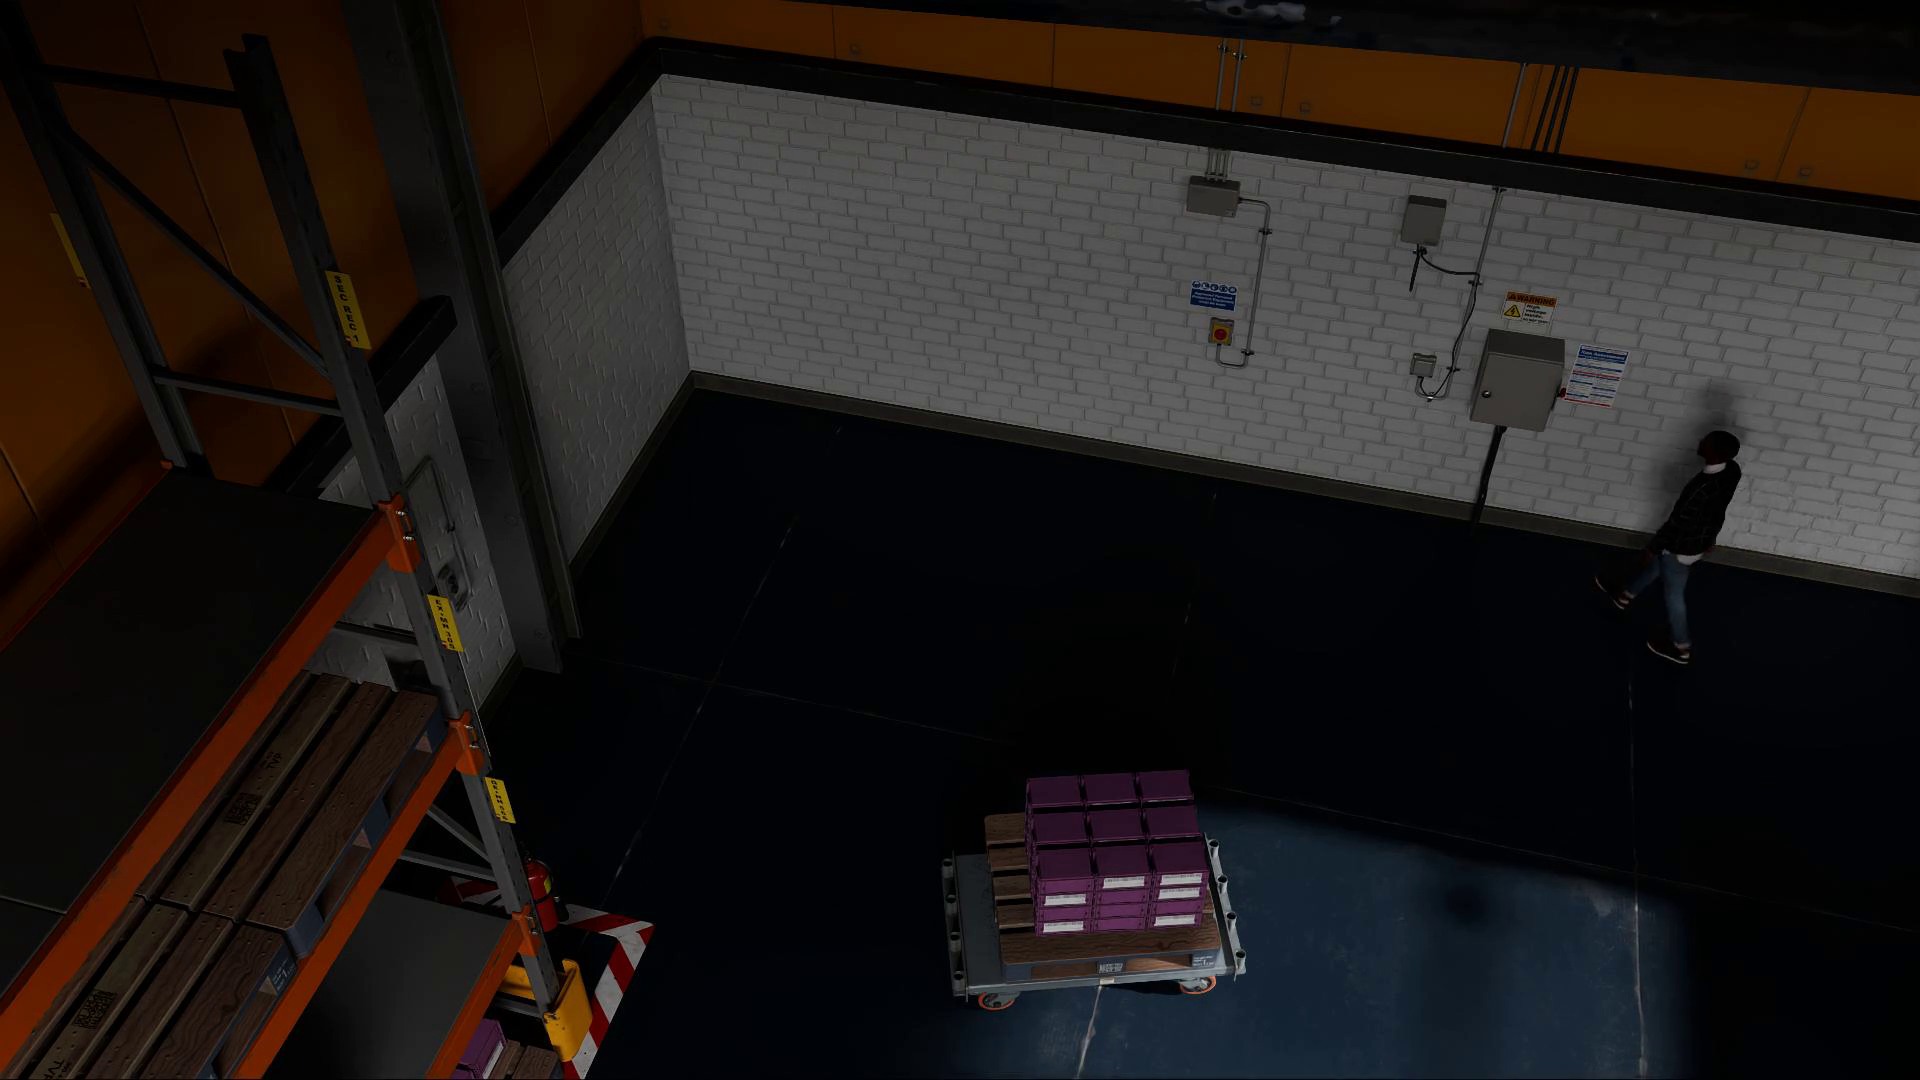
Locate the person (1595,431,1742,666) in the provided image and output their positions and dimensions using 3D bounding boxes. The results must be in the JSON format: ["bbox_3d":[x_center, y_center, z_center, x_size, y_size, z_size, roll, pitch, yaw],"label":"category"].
[{"bbox_3d":[4.816,0.075,10.898,1.168,1.782,1.152,-29,51,-27],"label":"person"}]
